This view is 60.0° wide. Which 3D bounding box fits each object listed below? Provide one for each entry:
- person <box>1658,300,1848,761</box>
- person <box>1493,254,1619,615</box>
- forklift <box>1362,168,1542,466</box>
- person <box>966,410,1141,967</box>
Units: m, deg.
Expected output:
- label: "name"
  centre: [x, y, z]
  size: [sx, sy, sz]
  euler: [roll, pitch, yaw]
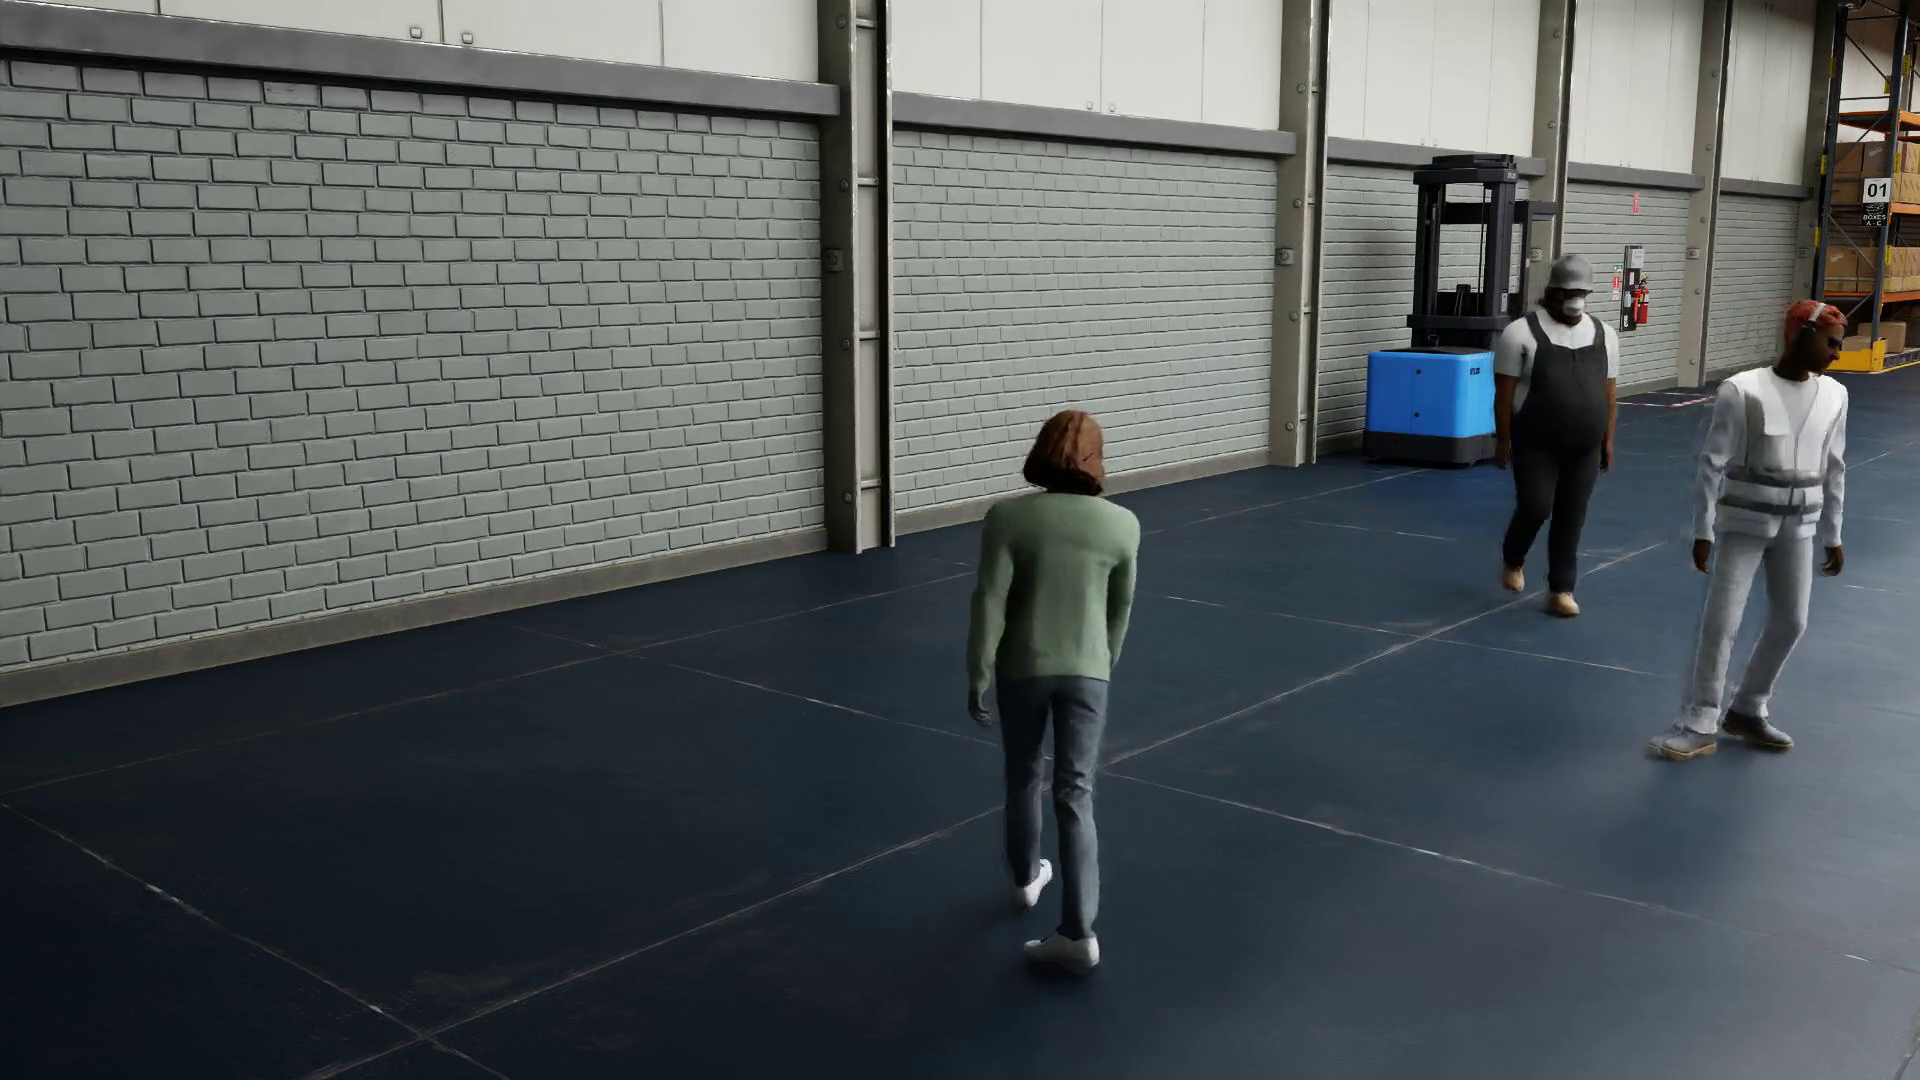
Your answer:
- label: "person"
  centre: [3.191, -0.035, 6.743]
  size: [0.757, 1.856, 0.380]
  euler: [0, 10, -2]
- label: "person"
  centre: [3.375, -0.579, 9.376]
  size: [0.705, 2.000, 0.590]
  euler: [-1, 10, -4]
- label: "forklift"
  centre: [4.875, -2.212, 16.287]
  size: [1.129, 2.768, 1.873]
  euler: [8, 13, 40]
- label: "person"
  centre: [0.278, 0.412, 4.930]
  size: [0.523, 1.574, 0.726]
  euler: [-1, 10, -4]
